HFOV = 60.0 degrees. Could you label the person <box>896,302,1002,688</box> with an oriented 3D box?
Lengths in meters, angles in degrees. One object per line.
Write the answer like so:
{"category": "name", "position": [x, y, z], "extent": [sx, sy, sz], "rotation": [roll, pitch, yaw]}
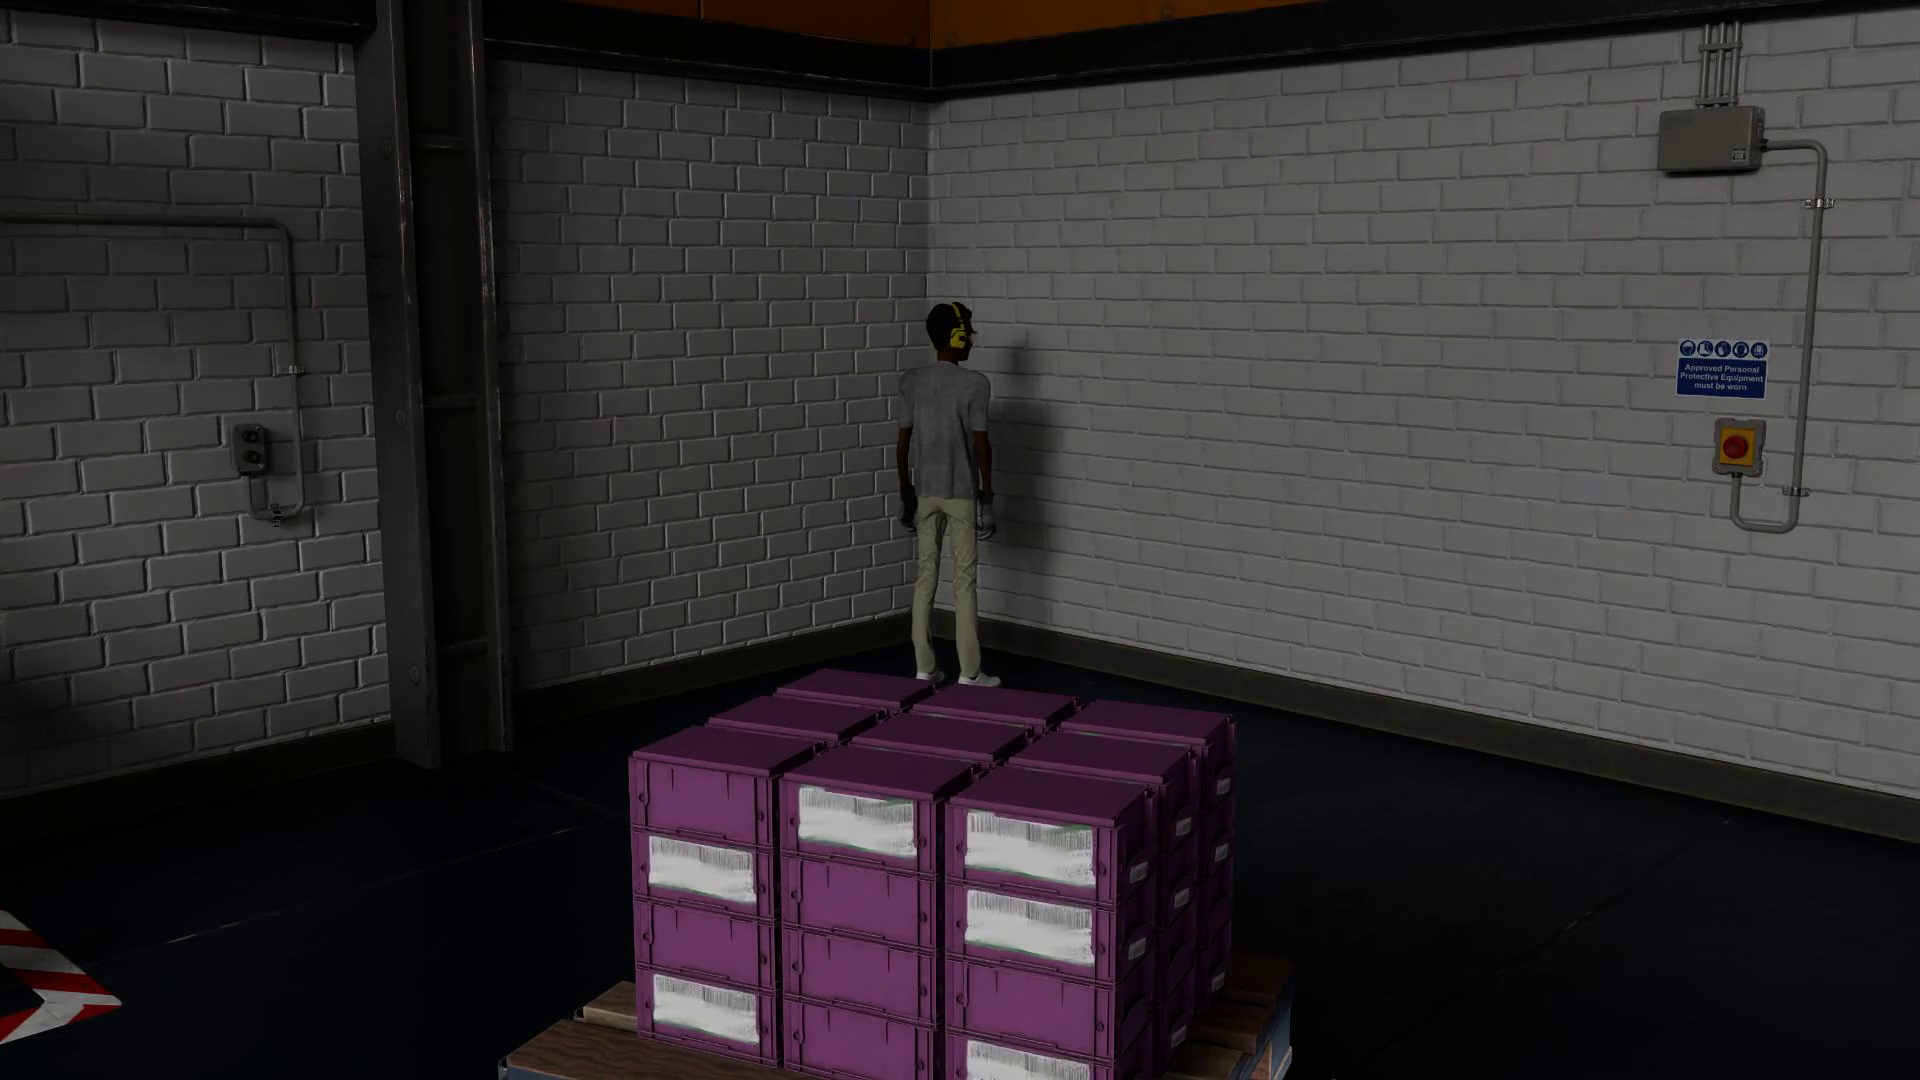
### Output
{"category": "person", "position": [-0.062, -0.191, 7.929], "extent": [0.521, 1.864, 0.336], "rotation": [5, 11, 28]}
